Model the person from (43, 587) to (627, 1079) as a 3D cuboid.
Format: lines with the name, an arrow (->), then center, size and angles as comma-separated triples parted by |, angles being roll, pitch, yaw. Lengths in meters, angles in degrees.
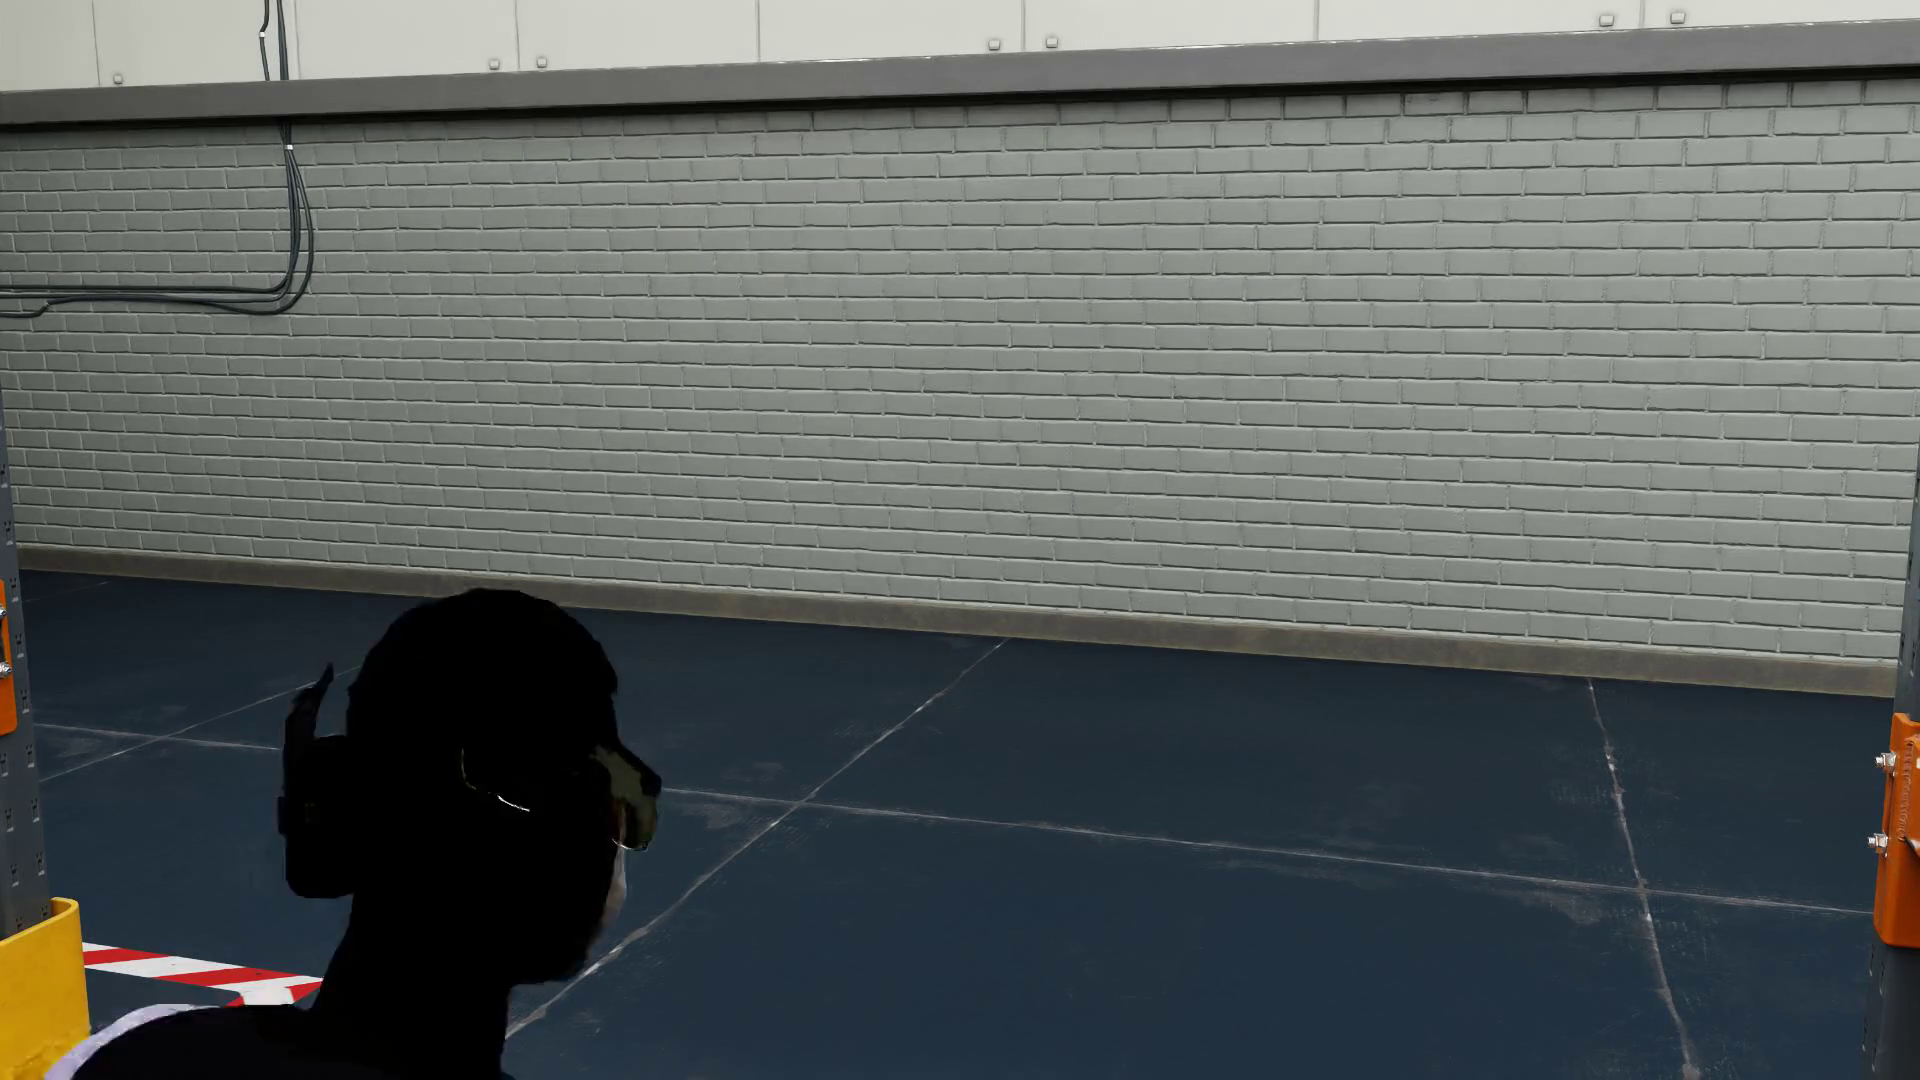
person -> -0.368, 0.960, 1.020 | 0.636, 1.911, 0.869 | 5, 11, 29
